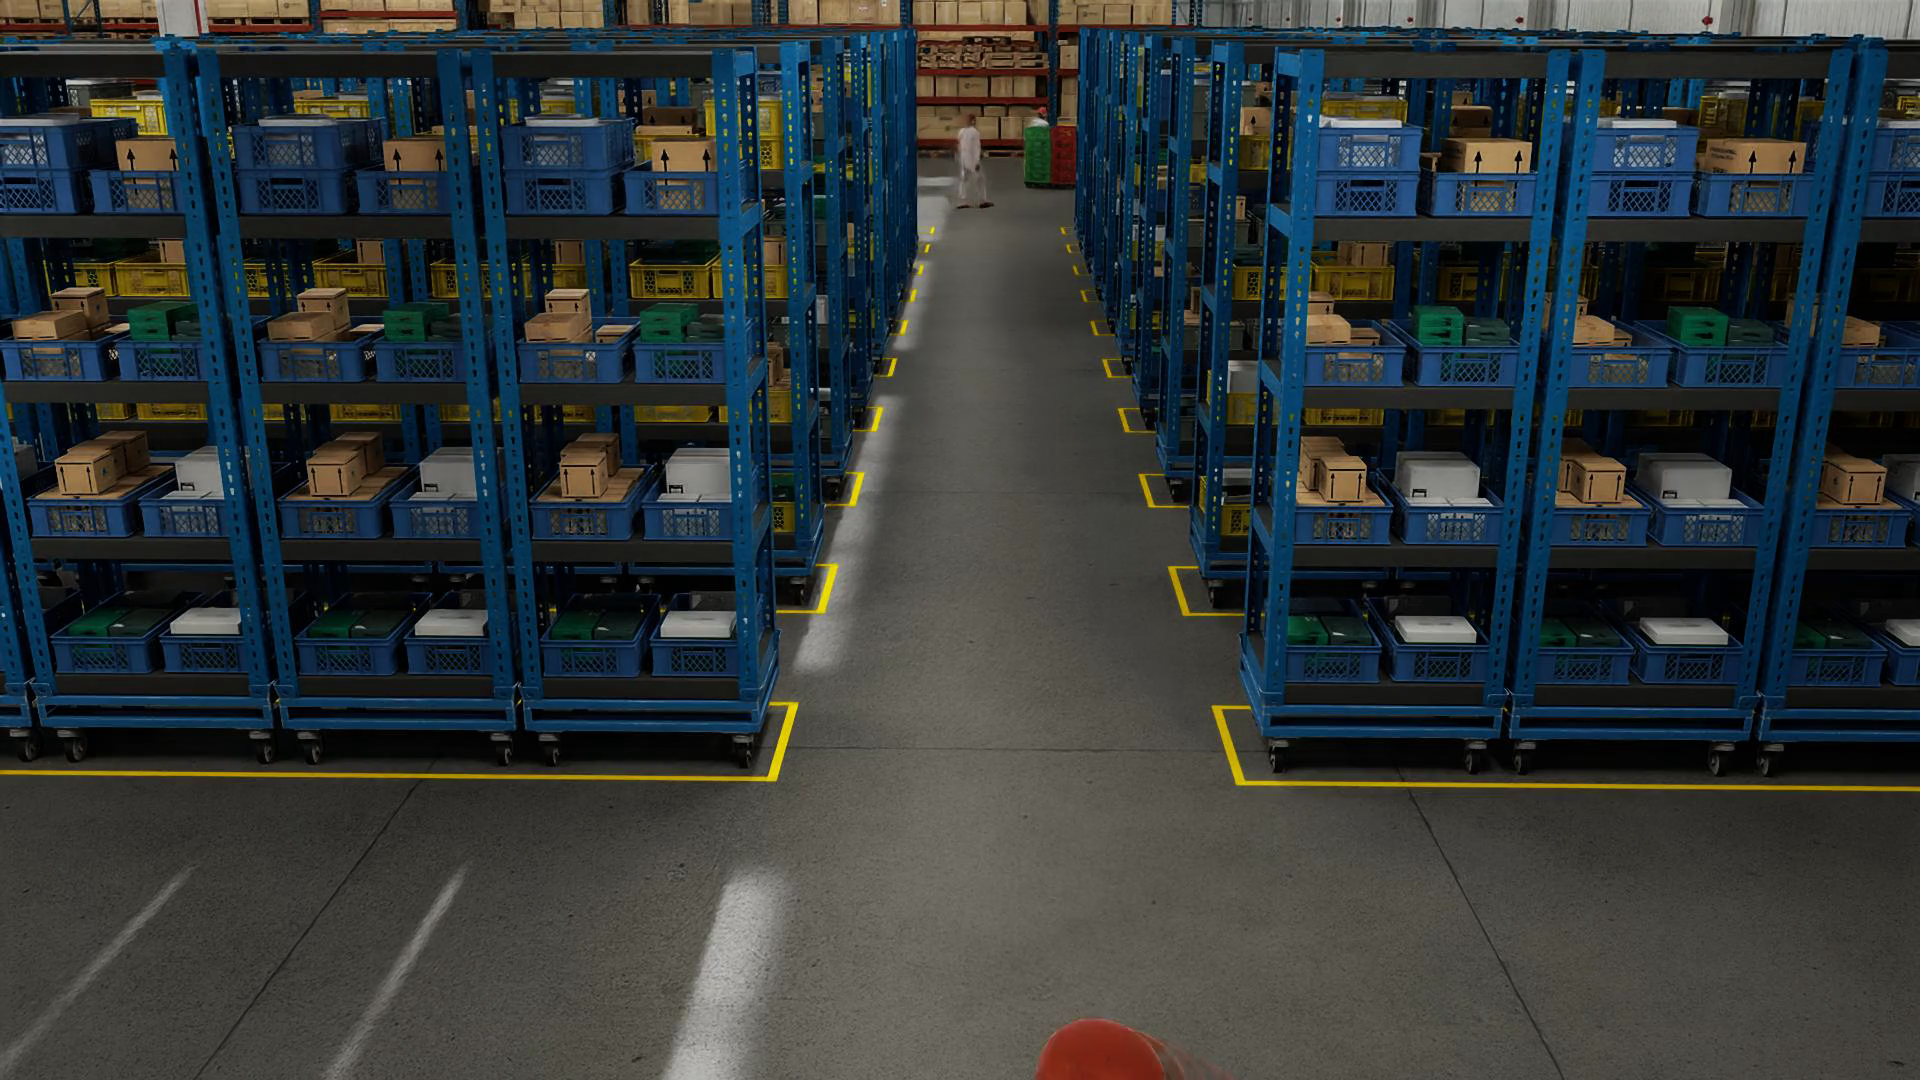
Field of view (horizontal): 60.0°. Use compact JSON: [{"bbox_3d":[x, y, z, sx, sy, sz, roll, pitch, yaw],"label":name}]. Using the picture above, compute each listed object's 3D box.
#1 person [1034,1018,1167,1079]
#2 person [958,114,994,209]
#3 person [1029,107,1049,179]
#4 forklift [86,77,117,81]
[{"bbox_3d":[0.342,1.849,3.264,0.531,1.960,0.622,8,19,24],"label":"person"},{"bbox_3d":[0.314,-7.681,33.766,0.852,1.875,0.686,-12,21,-34],"label":"person"},{"bbox_3d":[1.899,-9.500,39.842,0.572,1.713,0.883,15,23,39],"label":"person"},{"bbox_3d":[-25.628,-13.251,49.869,1.873,2.768,1.129,7,19,22],"label":"forklift"}]
